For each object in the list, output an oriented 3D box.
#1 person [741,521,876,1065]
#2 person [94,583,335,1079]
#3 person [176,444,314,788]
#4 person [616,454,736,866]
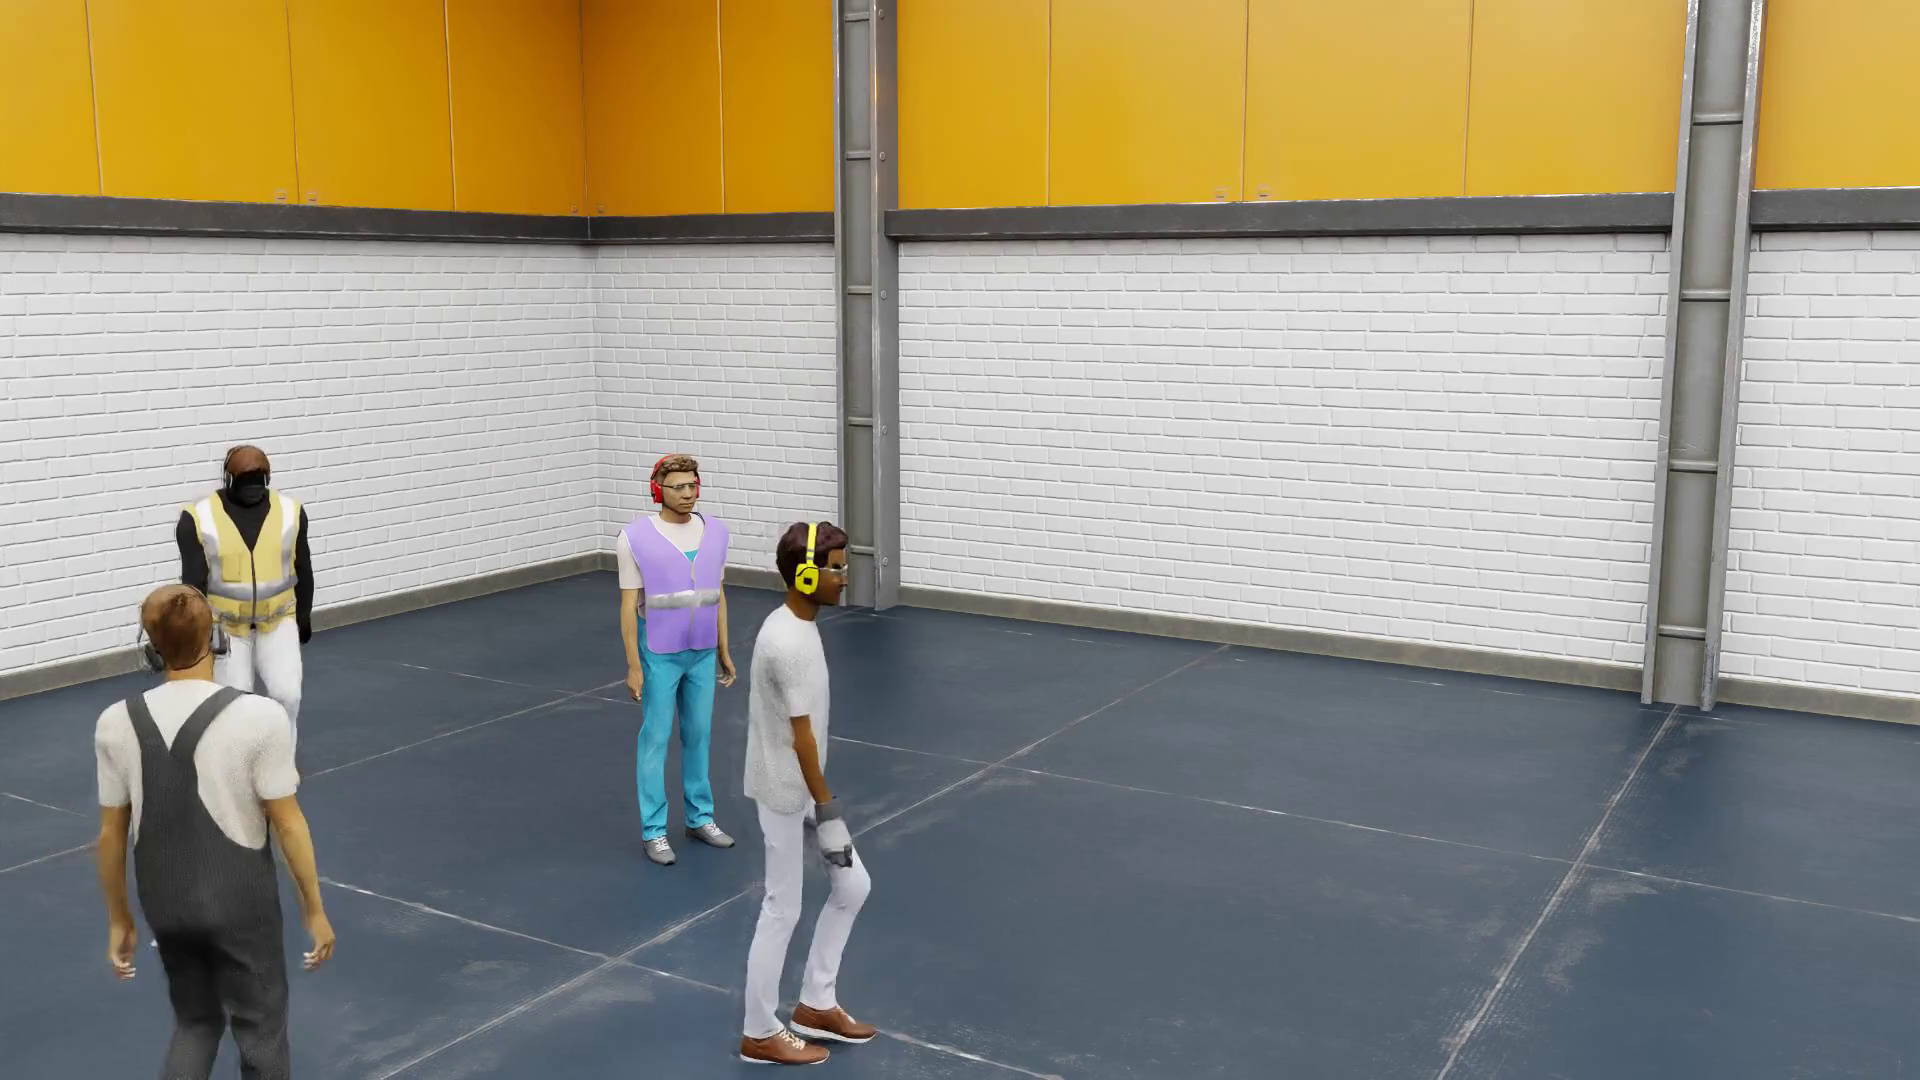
[{"bbox_3d":[-0.482,0.857,5.484,0.599,1.843,0.510,0,9,3],"label":"person"},{"bbox_3d":[-2.018,1.035,4.473,0.596,1.815,0.524,1,9,3],"label":"person"},{"bbox_3d":[-3.557,0.417,8.345,0.632,1.816,0.446,-6,11,-31],"label":"person"},{"bbox_3d":[-1.286,0.522,7.566,0.566,1.846,0.389,-9,12,-43],"label":"person"}]
